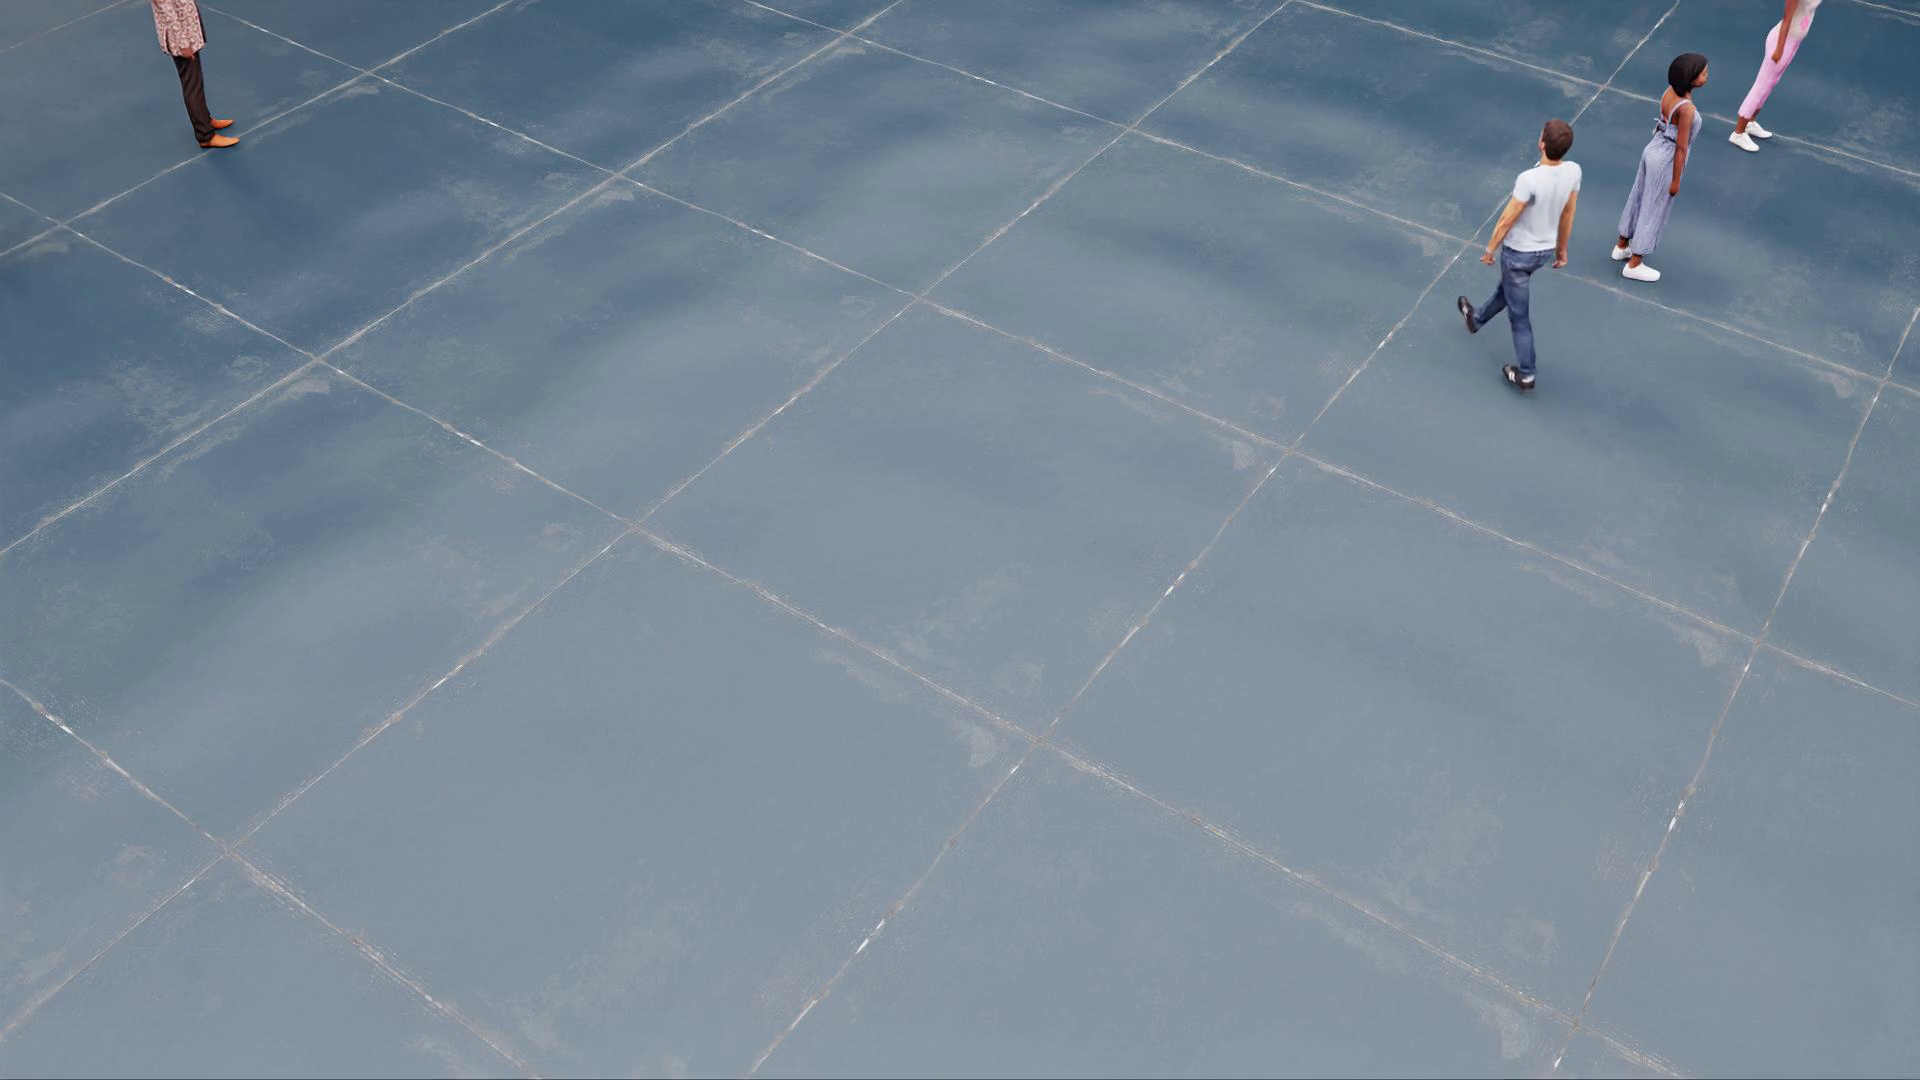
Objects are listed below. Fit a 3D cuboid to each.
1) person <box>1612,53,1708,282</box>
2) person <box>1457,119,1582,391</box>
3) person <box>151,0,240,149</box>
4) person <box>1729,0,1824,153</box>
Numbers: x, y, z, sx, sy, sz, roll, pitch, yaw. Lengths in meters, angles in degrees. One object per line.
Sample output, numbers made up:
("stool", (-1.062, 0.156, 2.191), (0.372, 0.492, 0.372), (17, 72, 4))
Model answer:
("person", (4.996, -2.667, 11.831), (0.696, 1.696, 0.660), (0, 43, 0))
("person", (3.742, -1.809, 10.824), (1.077, 1.816, 1.286), (-17, 46, -17))
("person", (-6.202, -4.017, 13.195), (0.842, 1.808, 0.726), (-16, 45, -16))
("person", (6.534, -3.958, 13.180), (0.529, 1.741, 0.599), (30, 51, 28))
